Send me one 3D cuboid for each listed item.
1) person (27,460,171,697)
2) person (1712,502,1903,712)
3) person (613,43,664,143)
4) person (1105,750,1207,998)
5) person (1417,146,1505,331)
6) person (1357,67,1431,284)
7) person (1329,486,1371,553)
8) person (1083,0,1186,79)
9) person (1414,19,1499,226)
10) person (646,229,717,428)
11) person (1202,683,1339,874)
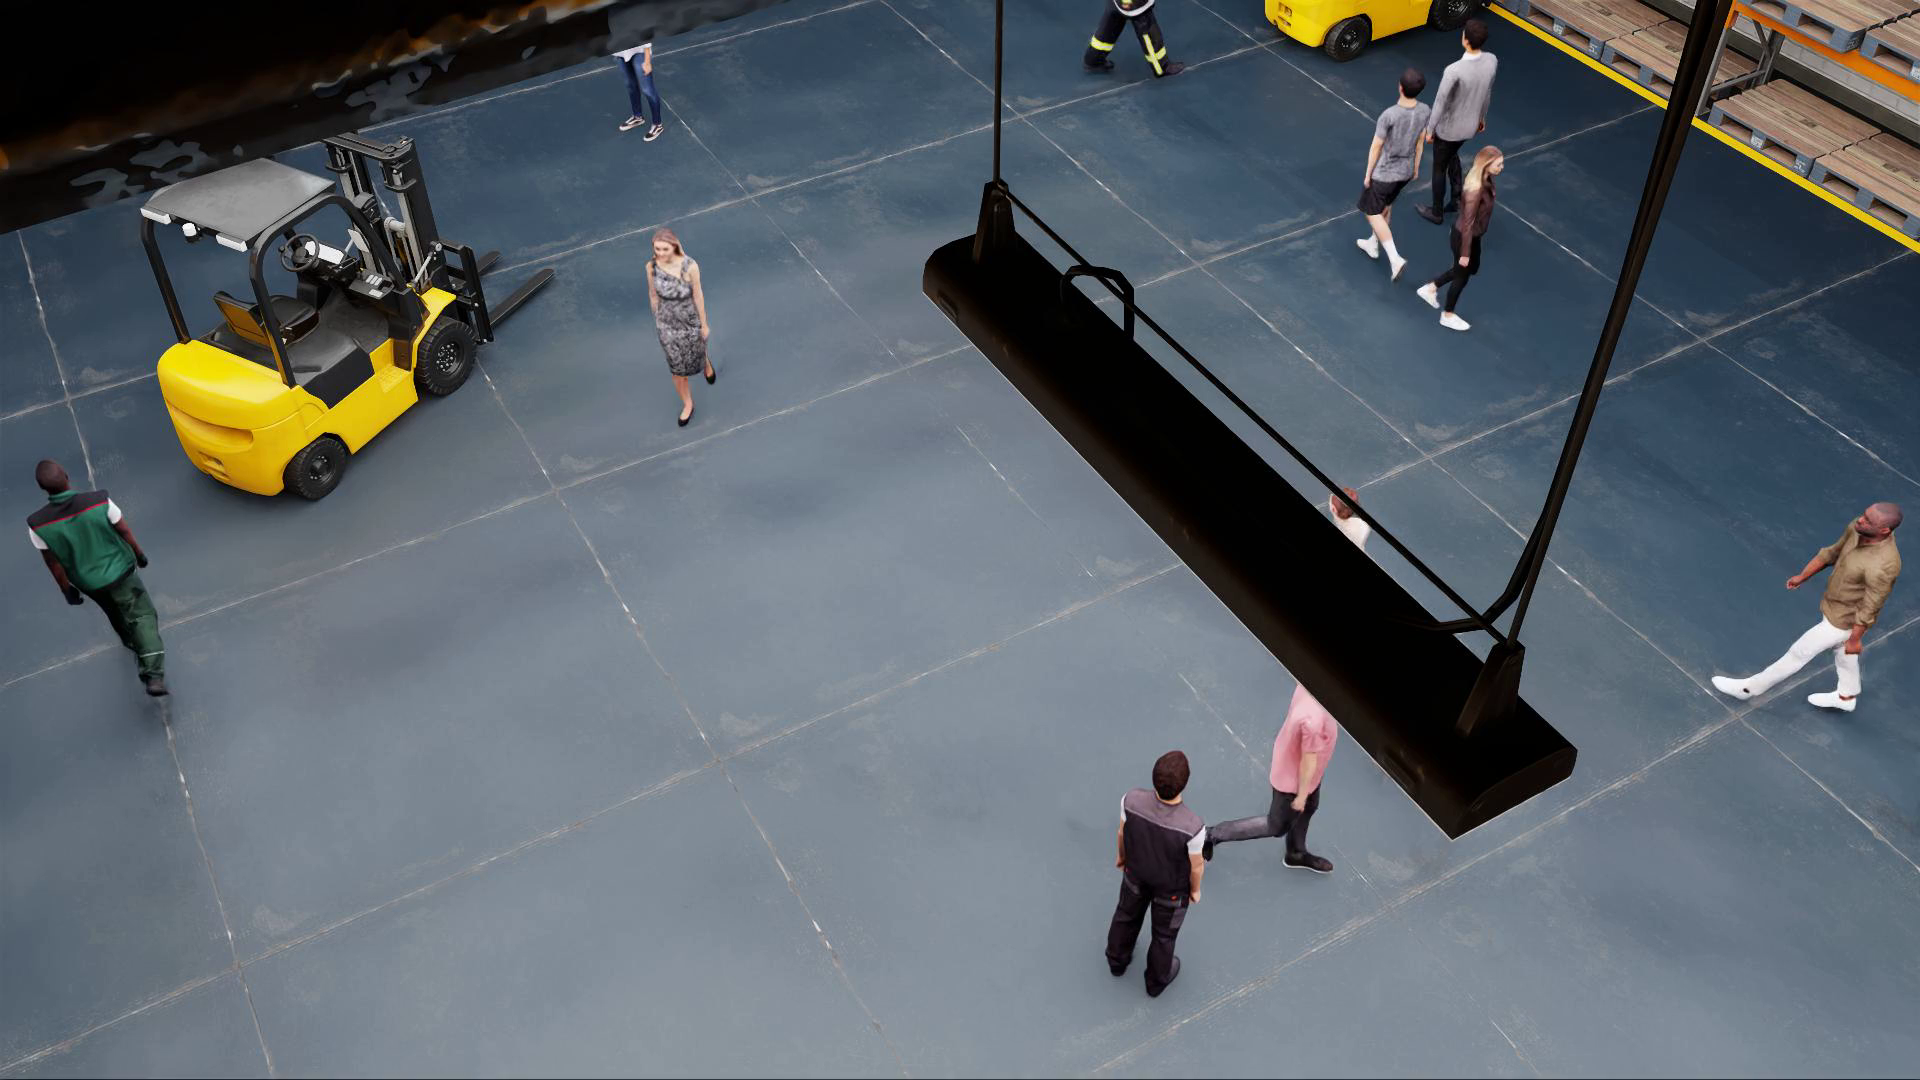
[{"bbox_3d":[-5.405,0.263,10.547,0.774,1.809,1.173,-17,46,-17],"label":"person"},{"bbox_3d":[5.585,0.467,10.358,1.275,1.775,1.217,11,45,12],"label":"person"},{"bbox_3d":[-3.085,-4.661,15.785,0.653,1.713,0.776,30,51,27],"label":"person"},{"bbox_3d":[1.057,1.790,8.920,0.692,1.843,0.806,24,48,23],"label":"person"},{"bbox_3d":[4.042,-2.473,13.504,0.872,1.692,0.803,19,47,18],"label":"person"},{"bbox_3d":[3.679,-3.046,13.996,0.769,1.842,1.089,-14,45,-14],"label":"person"},{"bbox_3d":[2.350,0.402,10.426,0.666,1.774,0.809,-15,46,-16],"label":"person"},{"bbox_3d":[1.621,-5.490,16.501,1.273,1.926,1.339,2,44,2],"label":"person"},{"bbox_3d":[4.395,-3.585,14.513,0.749,1.910,0.647,-21,48,-21],"label":"person"},{"bbox_3d":[-2.101,-1.682,12.678,0.849,1.685,0.939,6,44,6],"label":"person"},{"bbox_3d":[1.806,1.272,9.397,1.133,1.934,1.114,8,44,8],"label":"person"}]
